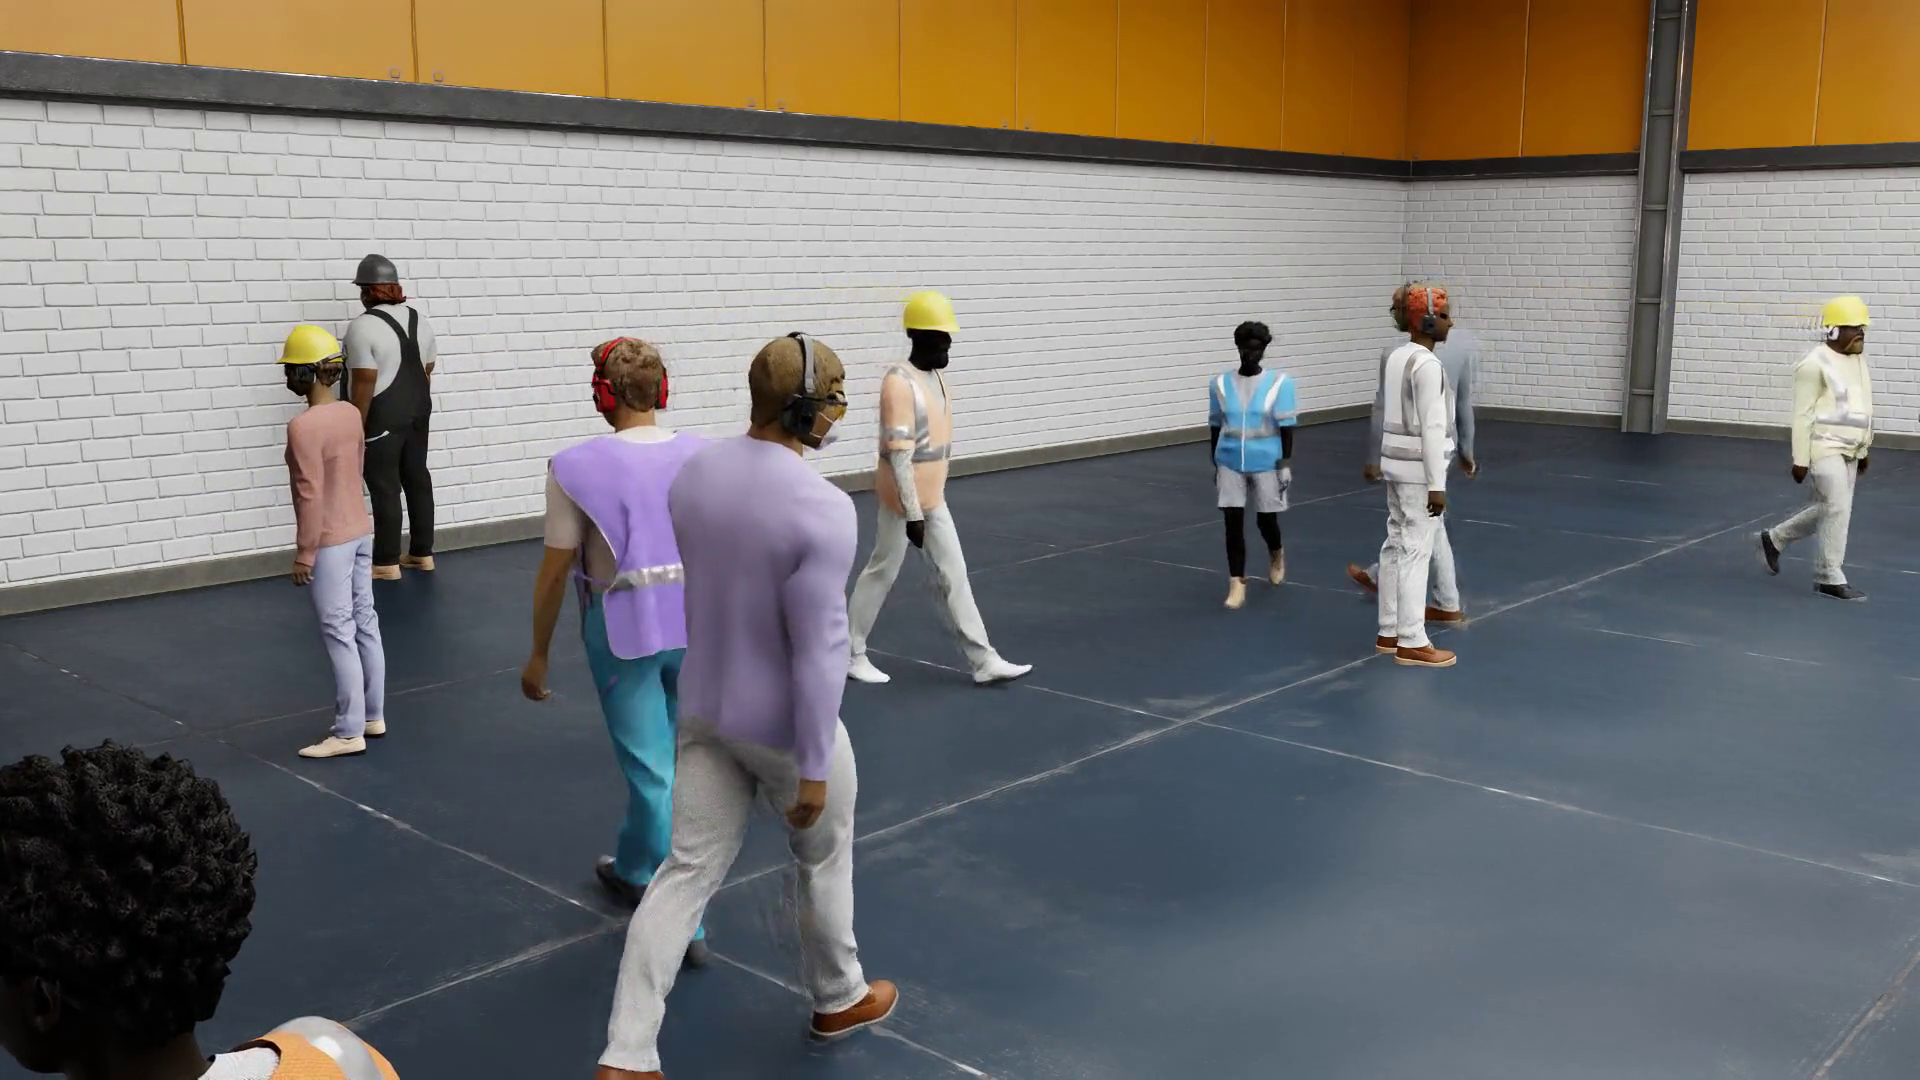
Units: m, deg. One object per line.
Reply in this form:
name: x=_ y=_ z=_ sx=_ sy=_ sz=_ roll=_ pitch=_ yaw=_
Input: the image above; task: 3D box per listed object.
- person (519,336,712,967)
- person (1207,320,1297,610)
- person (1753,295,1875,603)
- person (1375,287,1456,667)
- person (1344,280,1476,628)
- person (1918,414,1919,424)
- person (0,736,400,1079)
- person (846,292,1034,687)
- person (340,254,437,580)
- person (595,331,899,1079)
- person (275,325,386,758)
person: x=-1.013 y=0.308 z=4.967 sx=0.584 sy=1.807 sz=0.873 roll=-10 pitch=14 yaw=-44
person: x=1.705 y=-0.451 z=9.685 sx=0.542 sy=1.670 sz=0.596 roll=5 pitch=11 yaw=25
person: x=5.150 y=-0.564 z=9.956 sx=0.594 sy=1.806 sz=0.707 roll=-7 pitch=12 yaw=-35
person: x=2.289 y=-0.314 z=8.325 sx=0.346 sy=1.883 sz=0.581 roll=-1 pitch=10 yaw=-5
person: x=2.486 y=-0.495 z=9.334 sx=0.652 sy=1.885 sz=0.992 roll=-8 pitch=12 yaw=-37
person: x=7.157 y=-0.986 z=11.801 sx=0.630 sy=2.008 sz=0.866 roll=7 pitch=12 yaw=35
person: x=-0.648 y=0.995 z=1.422 sx=0.321 sy=1.689 sz=0.530 roll=3 pitch=10 yaw=18
person: x=-0.174 y=-0.216 z=7.794 sx=1.006 sy=1.869 sz=0.616 roll=4 pitch=11 yaw=23
person: x=-3.647 y=-0.777 z=10.504 sx=0.536 sy=2.000 sz=0.673 roll=4 pitch=11 yaw=23
person: x=-0.513 y=0.443 z=4.011 sx=0.628 sy=1.891 sz=1.015 roll=7 pitch=12 yaw=36
person: x=-2.587 y=0.010 z=6.804 sx=0.328 sy=1.769 sz=0.526 roll=1 pitch=10 yaw=5
